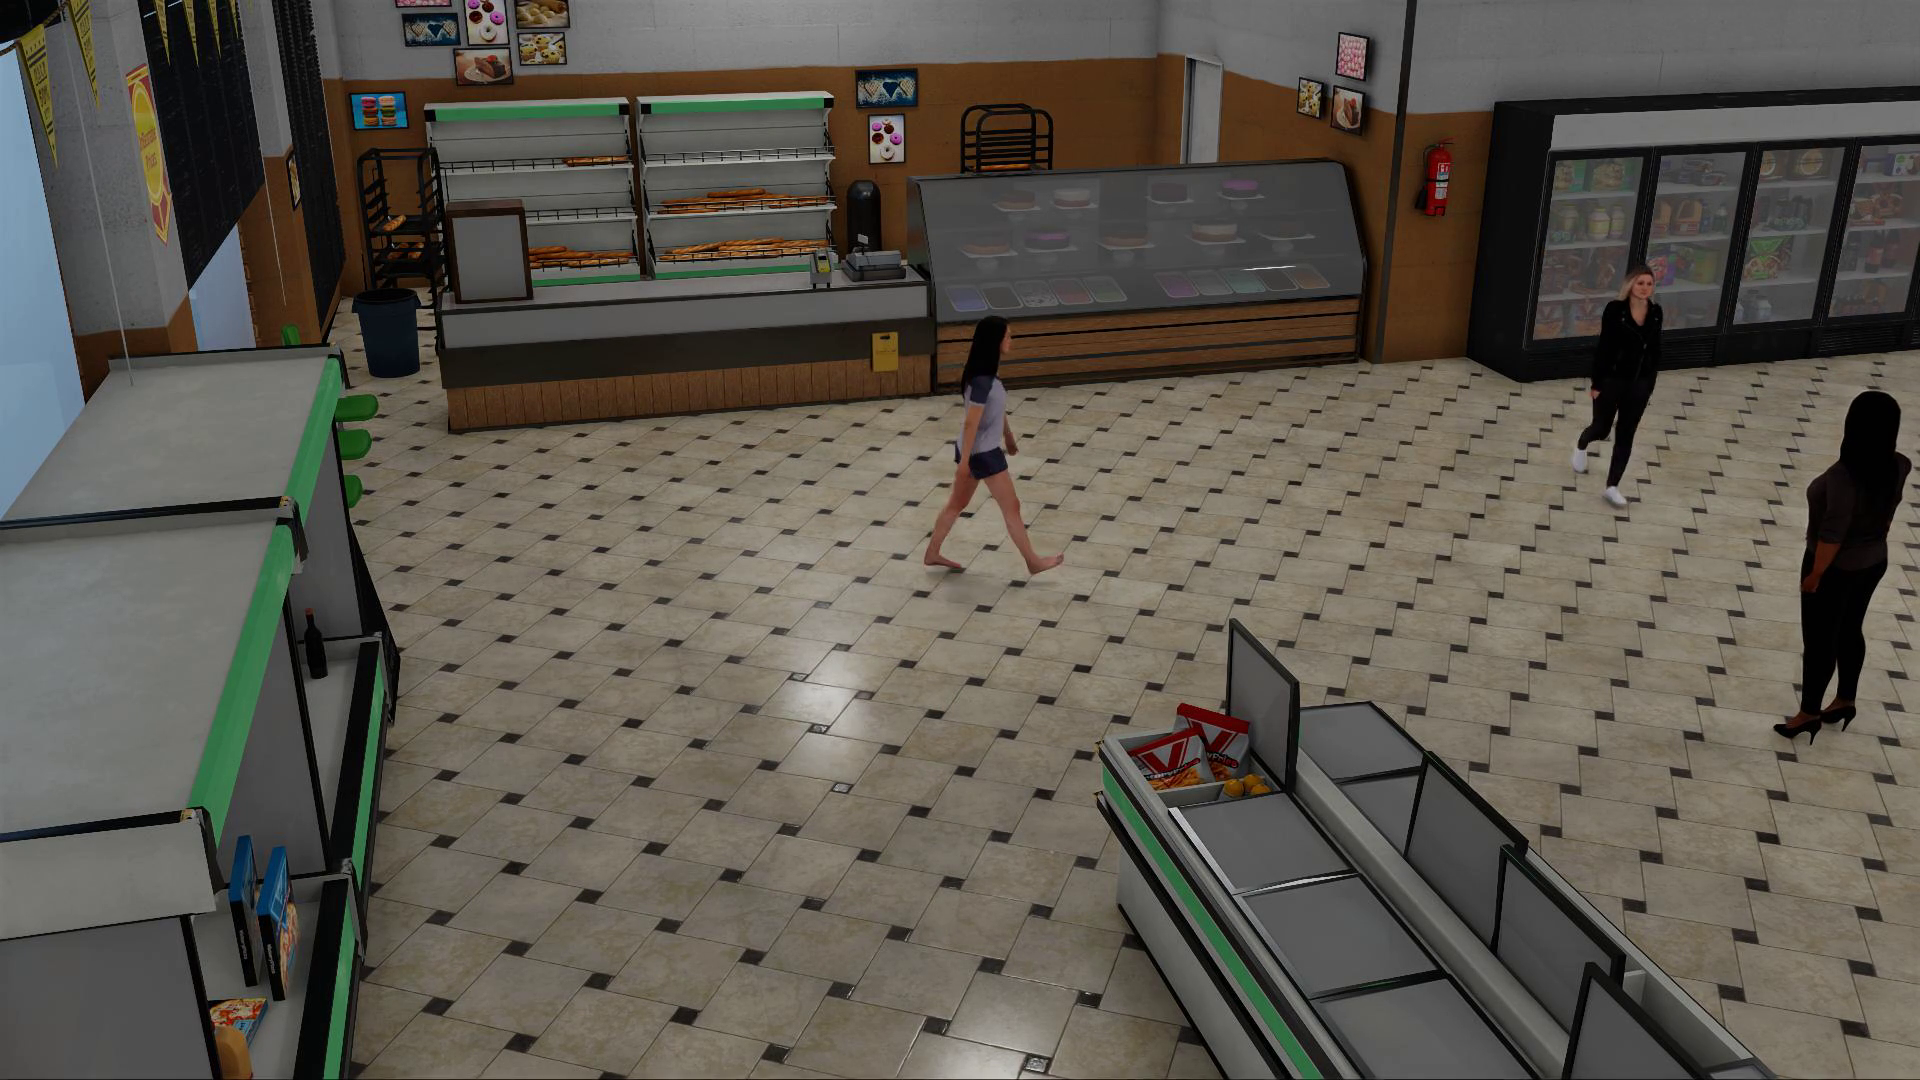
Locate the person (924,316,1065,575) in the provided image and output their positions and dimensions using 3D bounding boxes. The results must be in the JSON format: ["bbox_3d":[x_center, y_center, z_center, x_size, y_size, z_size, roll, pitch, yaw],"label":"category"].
[{"bbox_3d":[0.049,-0.535,10.279,0.893,1.655,1.121,1,22,1],"label":"person"}]

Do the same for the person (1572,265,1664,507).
[{"bbox_3d":[4.617,-1.105,11.675,0.760,1.671,0.987,1,22,1],"label":"person"}]

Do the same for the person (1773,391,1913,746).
[{"bbox_3d":[4.439,0.149,8.325,0.683,1.841,0.649,-10,24,-24],"label":"person"}]
